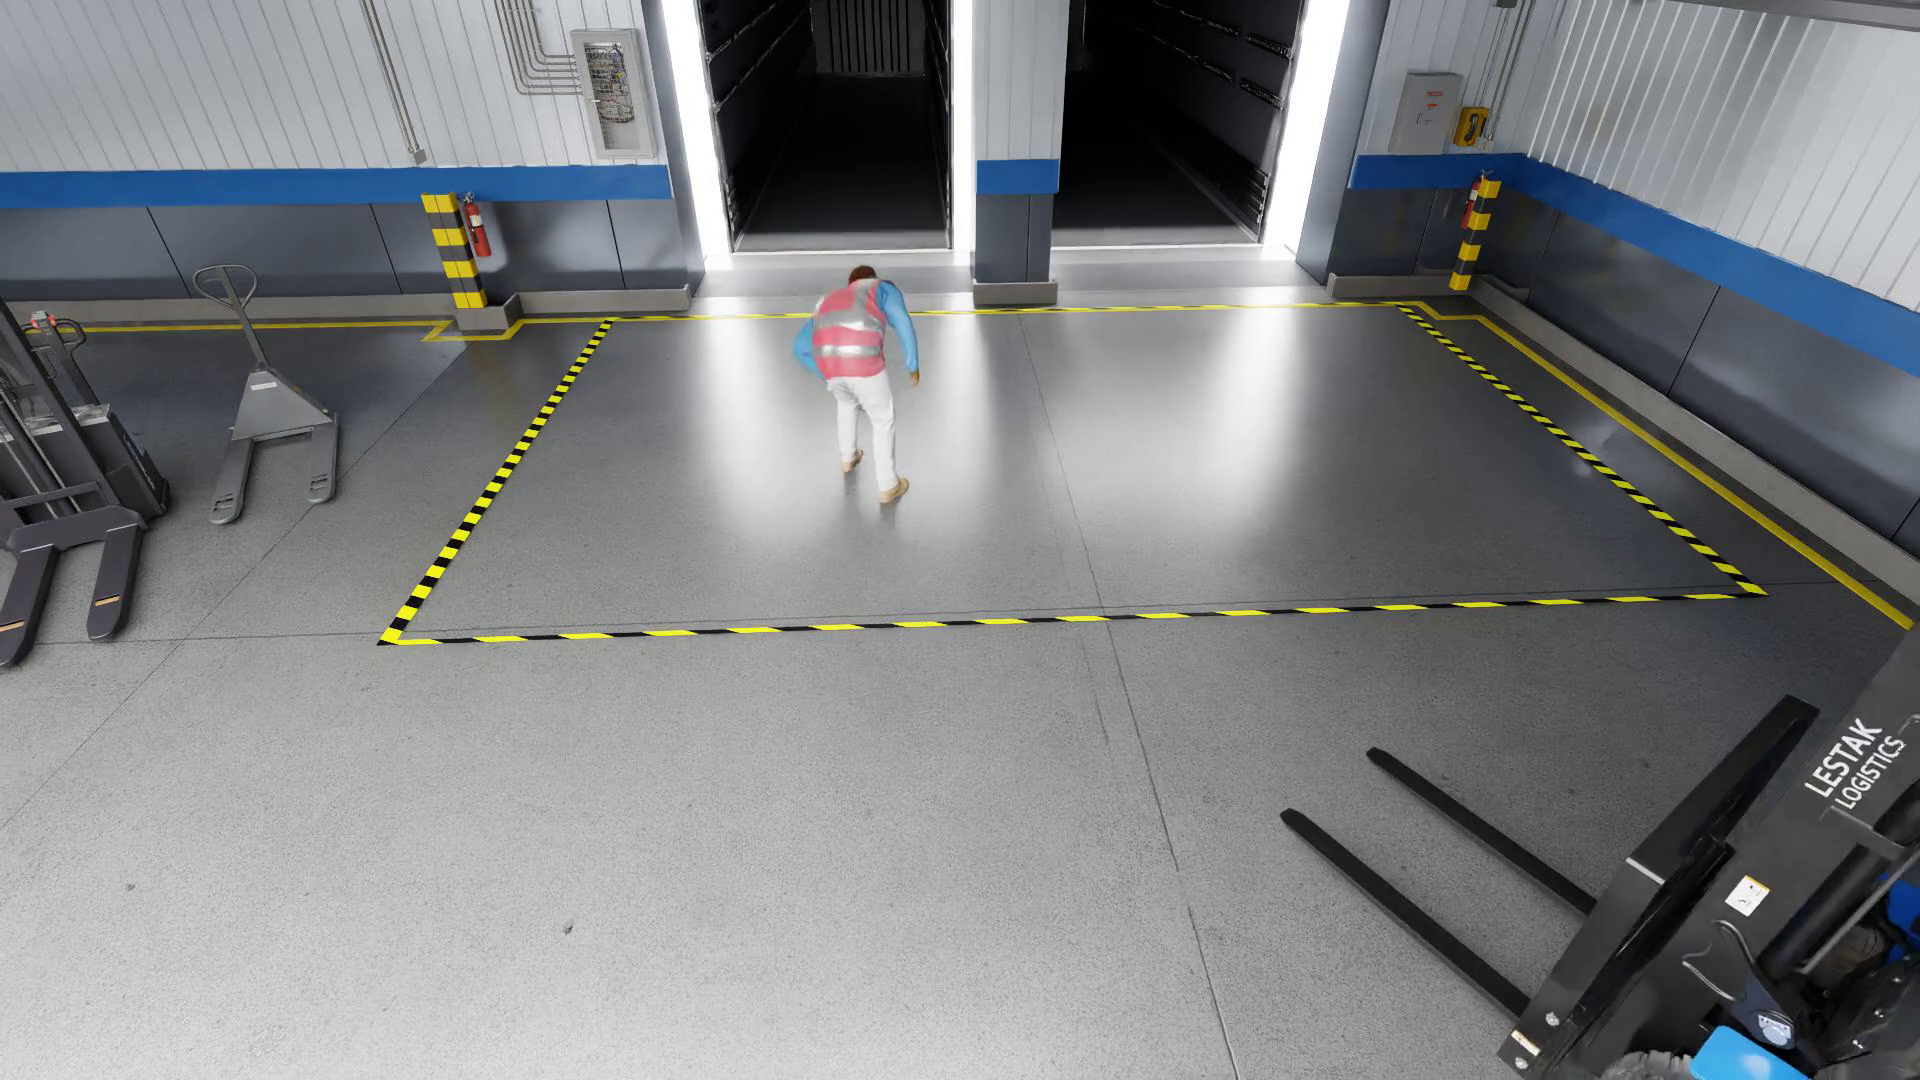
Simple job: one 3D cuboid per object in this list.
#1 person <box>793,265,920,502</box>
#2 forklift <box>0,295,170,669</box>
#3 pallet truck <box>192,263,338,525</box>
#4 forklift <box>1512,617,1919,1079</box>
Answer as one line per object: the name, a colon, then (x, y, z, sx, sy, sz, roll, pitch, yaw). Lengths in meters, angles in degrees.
person: (-0.638, -1.085, 6.148, 0.897, 1.345, 0.885, 17, 38, 23)
forklift: (-5.212, -0.618, 4.878, 0.823, 1.965, 1.885, -20, 39, -26)
pallet truck: (-4.778, -1.027, 6.128, 0.680, 1.201, 1.601, -17, 38, -23)
forklift: (2.965, 1.322, 1.779, 1.157, 2.036, 2.680, -22, 40, -28)
